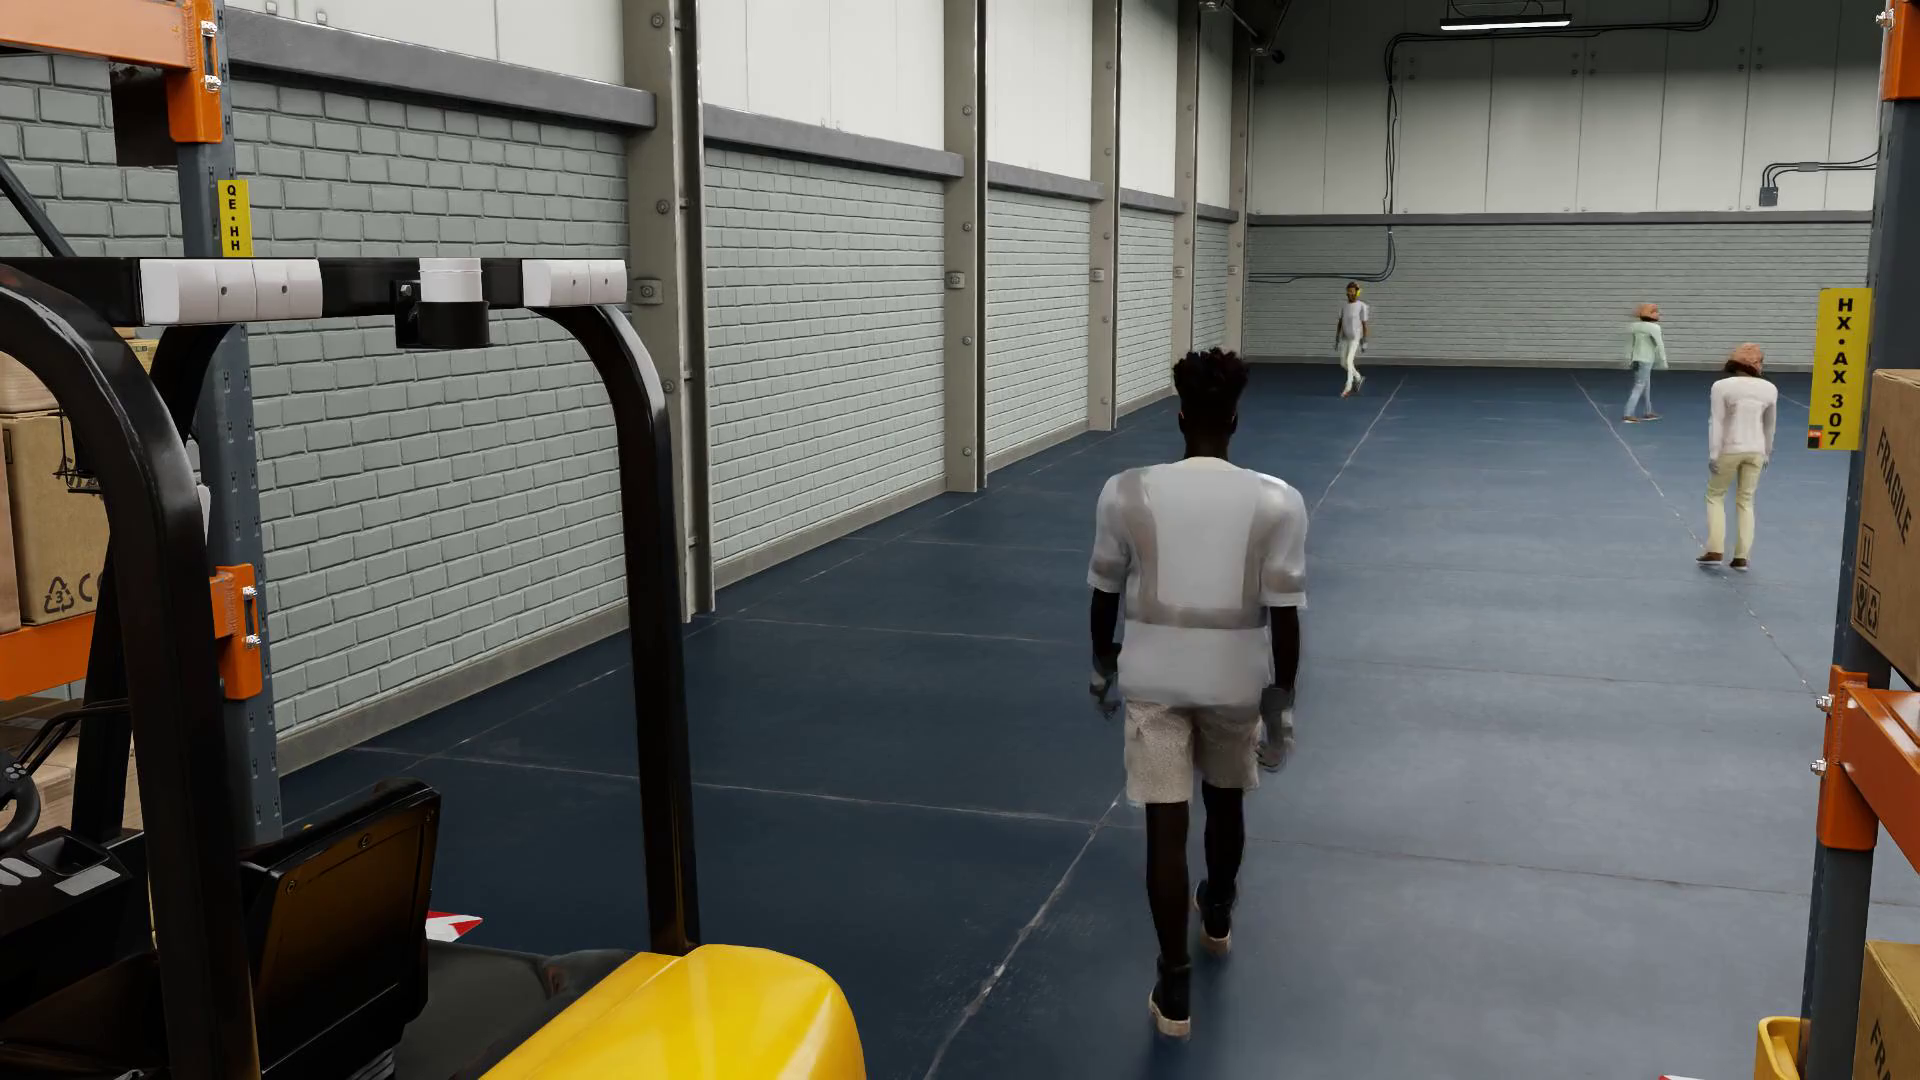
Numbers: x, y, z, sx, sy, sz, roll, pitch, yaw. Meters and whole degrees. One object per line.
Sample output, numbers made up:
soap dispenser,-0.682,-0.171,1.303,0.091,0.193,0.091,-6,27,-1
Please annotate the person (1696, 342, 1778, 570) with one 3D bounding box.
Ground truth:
person,5.516,-0.590,11.748,0.521,1.598,0.443,0,10,-2

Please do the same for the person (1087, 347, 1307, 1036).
person,0.684,0.394,4.950,0.617,1.918,0.969,0,10,3

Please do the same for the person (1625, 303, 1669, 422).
person,9.320,-2.383,22.449,0.778,1.602,0.514,-2,10,-14

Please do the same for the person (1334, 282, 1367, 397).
person,6.324,-3.234,26.782,0.695,1.848,0.523,-9,13,-42
